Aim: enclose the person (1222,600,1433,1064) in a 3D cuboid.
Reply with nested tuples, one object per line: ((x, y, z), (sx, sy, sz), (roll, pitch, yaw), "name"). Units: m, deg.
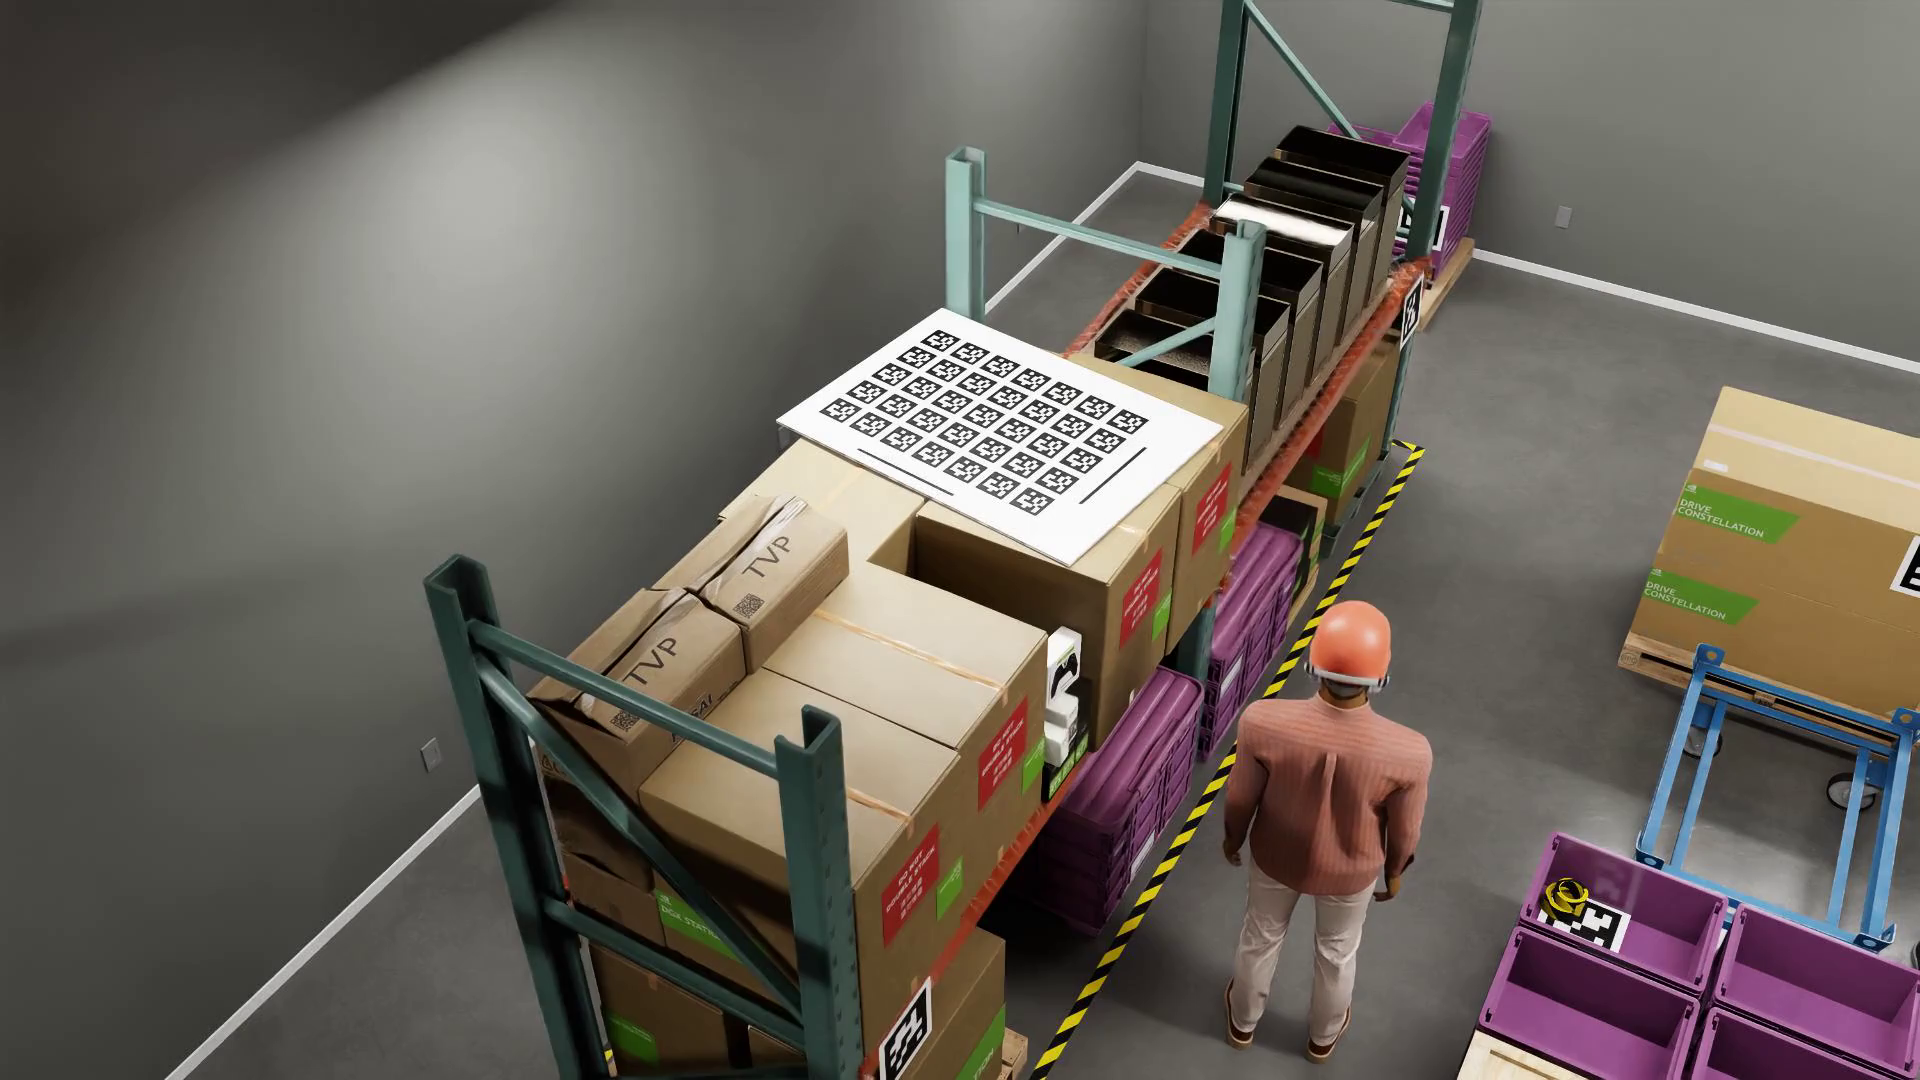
((1.149, 0.986, 5.379), (0.611, 1.994, 0.386), (11, 41, 13), "person")

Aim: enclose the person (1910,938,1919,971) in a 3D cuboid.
((3.707, 0.949, 5.546), (0.589, 1.833, 0.404), (22, 45, 24), "person")
